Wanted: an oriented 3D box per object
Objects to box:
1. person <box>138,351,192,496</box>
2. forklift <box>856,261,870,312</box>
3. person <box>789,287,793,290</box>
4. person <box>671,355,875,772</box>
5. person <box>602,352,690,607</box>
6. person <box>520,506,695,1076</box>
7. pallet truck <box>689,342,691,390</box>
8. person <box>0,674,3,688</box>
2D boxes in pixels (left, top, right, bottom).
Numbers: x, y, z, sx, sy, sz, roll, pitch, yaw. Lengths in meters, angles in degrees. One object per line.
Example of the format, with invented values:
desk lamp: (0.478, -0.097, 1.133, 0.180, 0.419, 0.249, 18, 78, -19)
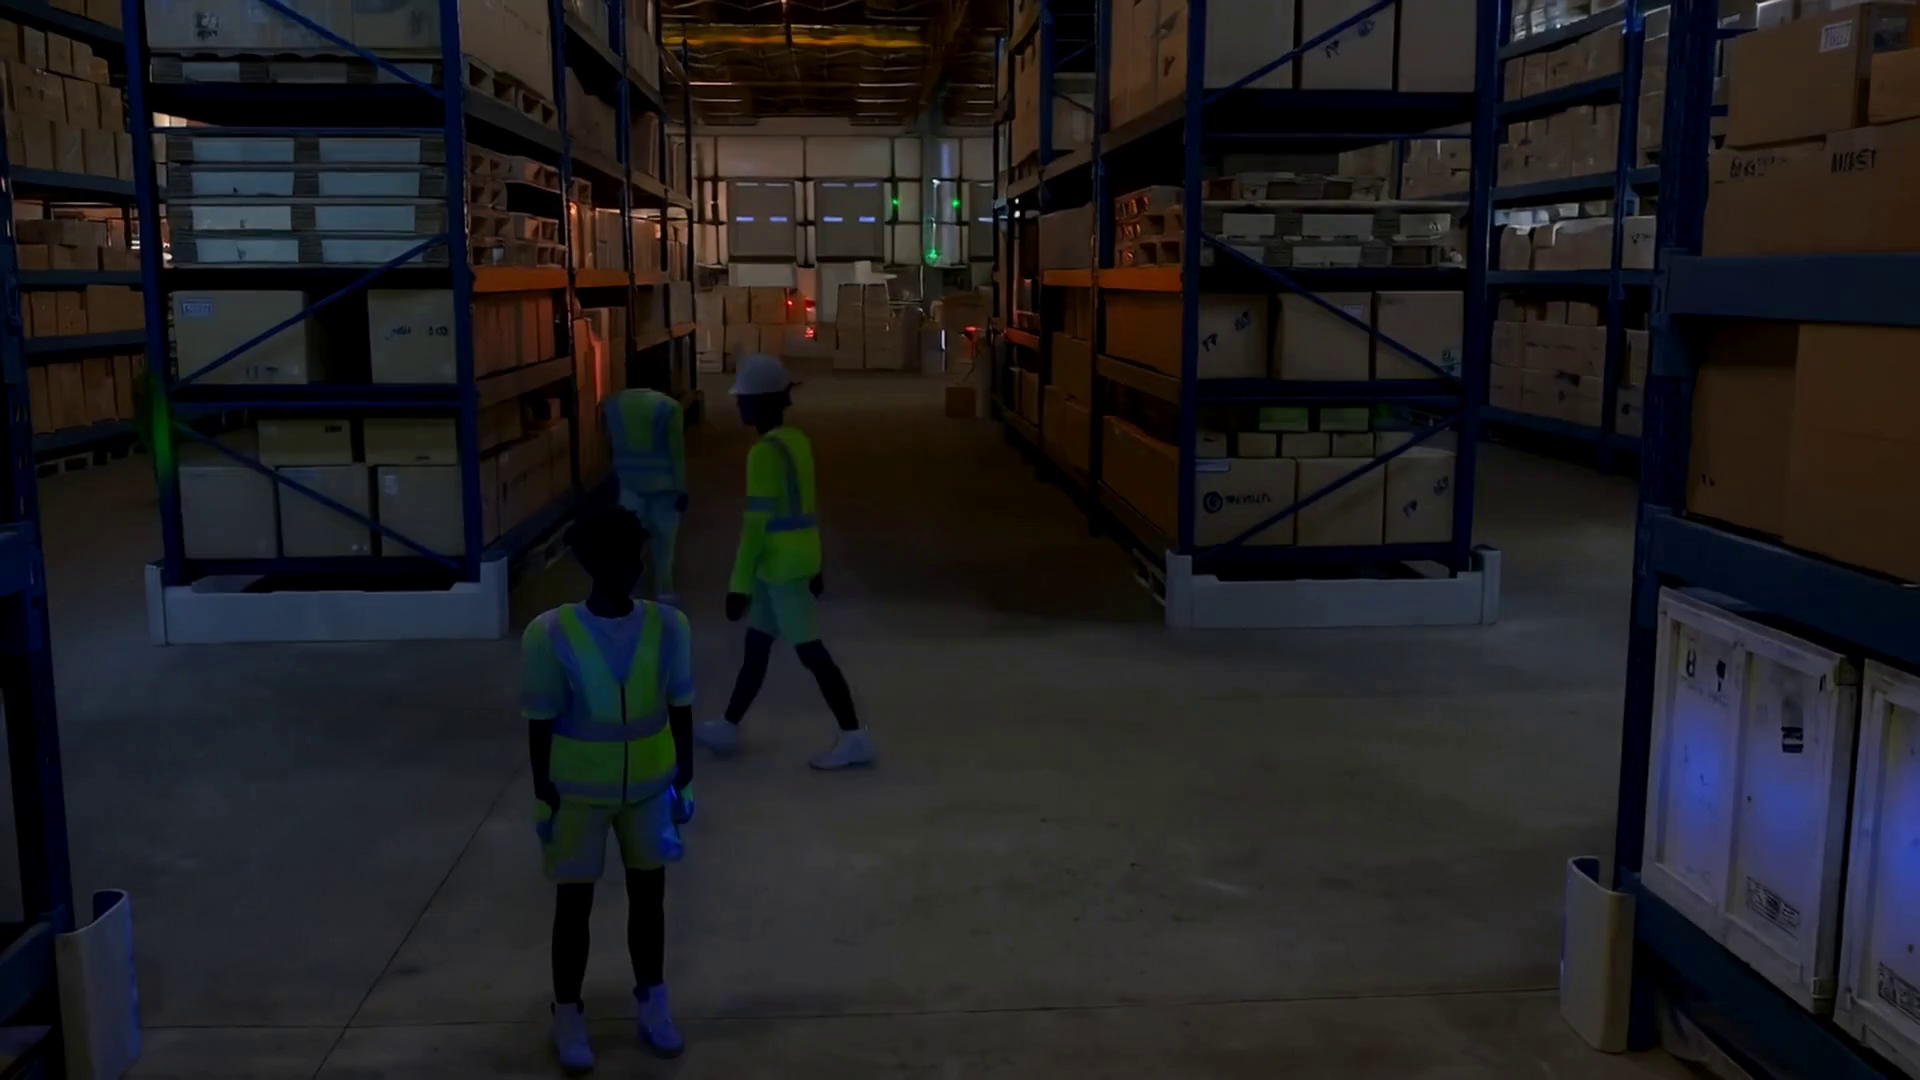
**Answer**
person: (-8.037, -1.133, 16.879, 0.533, 1.615, 0.394, -1, 9, -4)
forklift: (-3.172, -7.833, 55.014, 1.873, 2.768, 1.129, -1, 9, -8)
person: (-5.959, -7.928, 58.570, 0.551, 1.933, 0.373, -4, 10, -25)
person: (-0.885, 0.123, 7.876, 1.064, 1.981, 0.630, 1, 9, 8)
person: (-2.180, -0.388, 11.580, 0.640, 1.825, 0.541, 2, 9, 15)
person: (-1.032, 0.734, 4.954, 0.535, 1.694, 0.319, -5, 10, -29)
pallet truck: (-5.225, -3.008, 27.480, 1.885, 1.965, 0.823, 2, 9, 14)
person: (-5.618, 0.037, 8.771, 0.920, 1.871, 0.643, 0, 9, 3)
